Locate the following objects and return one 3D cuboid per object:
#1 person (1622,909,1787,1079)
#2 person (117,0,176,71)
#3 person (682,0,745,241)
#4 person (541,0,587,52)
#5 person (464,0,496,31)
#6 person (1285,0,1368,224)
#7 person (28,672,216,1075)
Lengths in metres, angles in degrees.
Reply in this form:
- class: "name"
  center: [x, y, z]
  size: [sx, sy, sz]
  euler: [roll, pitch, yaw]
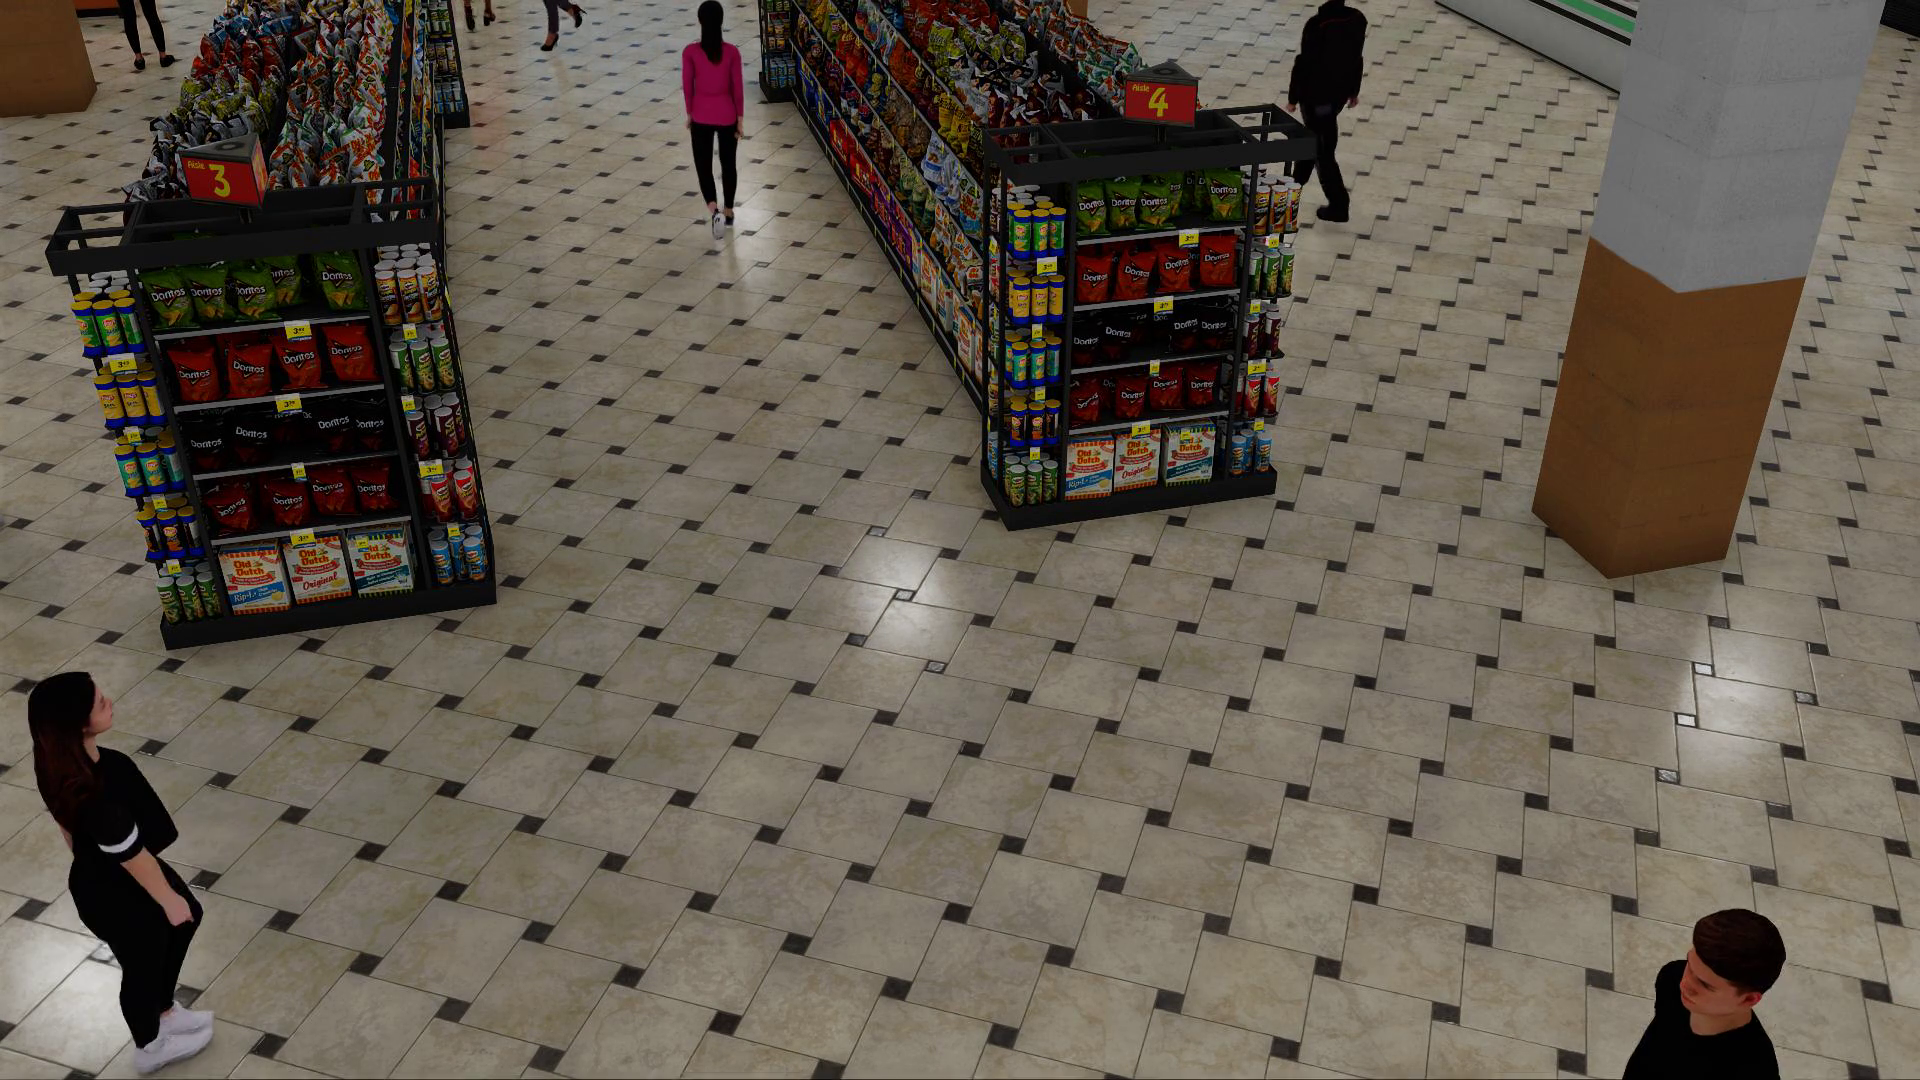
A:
- class: "person"
  center: [1.918, 1.658, 4.286]
  size: [0.848, 1.831, 1.223]
  euler: [-4, 32, -6]
- class: "person"
  center: [-7.790, -5.302, 15.585]
  size: [0.626, 1.711, 0.544]
  euler: [-11, 34, -17]
- class: "person"
  center: [-1.747, -2.946, 11.827]
  size: [0.612, 1.682, 0.992]
  euler: [-5, 32, -9]
- class: "person"
  center: [-3.965, -5.619, 16.145]
  size: [0.842, 1.658, 0.836]
  euler: [-24, 39, -33]
- class: "person"
  center: [-4.877, -5.936, 16.557]
  size: [0.773, 1.763, 1.158]
  euler: [-1, 32, -1]
- class: "person"
  center: [2.705, -3.183, 12.099]
  size: [0.990, 1.797, 1.253]
  euler: [-19, 37, -28]
- class: "person"
  center: [-2.755, 1.139, 5.315]
  size: [0.763, 1.626, 0.662]
  euler: [-25, 40, -34]
